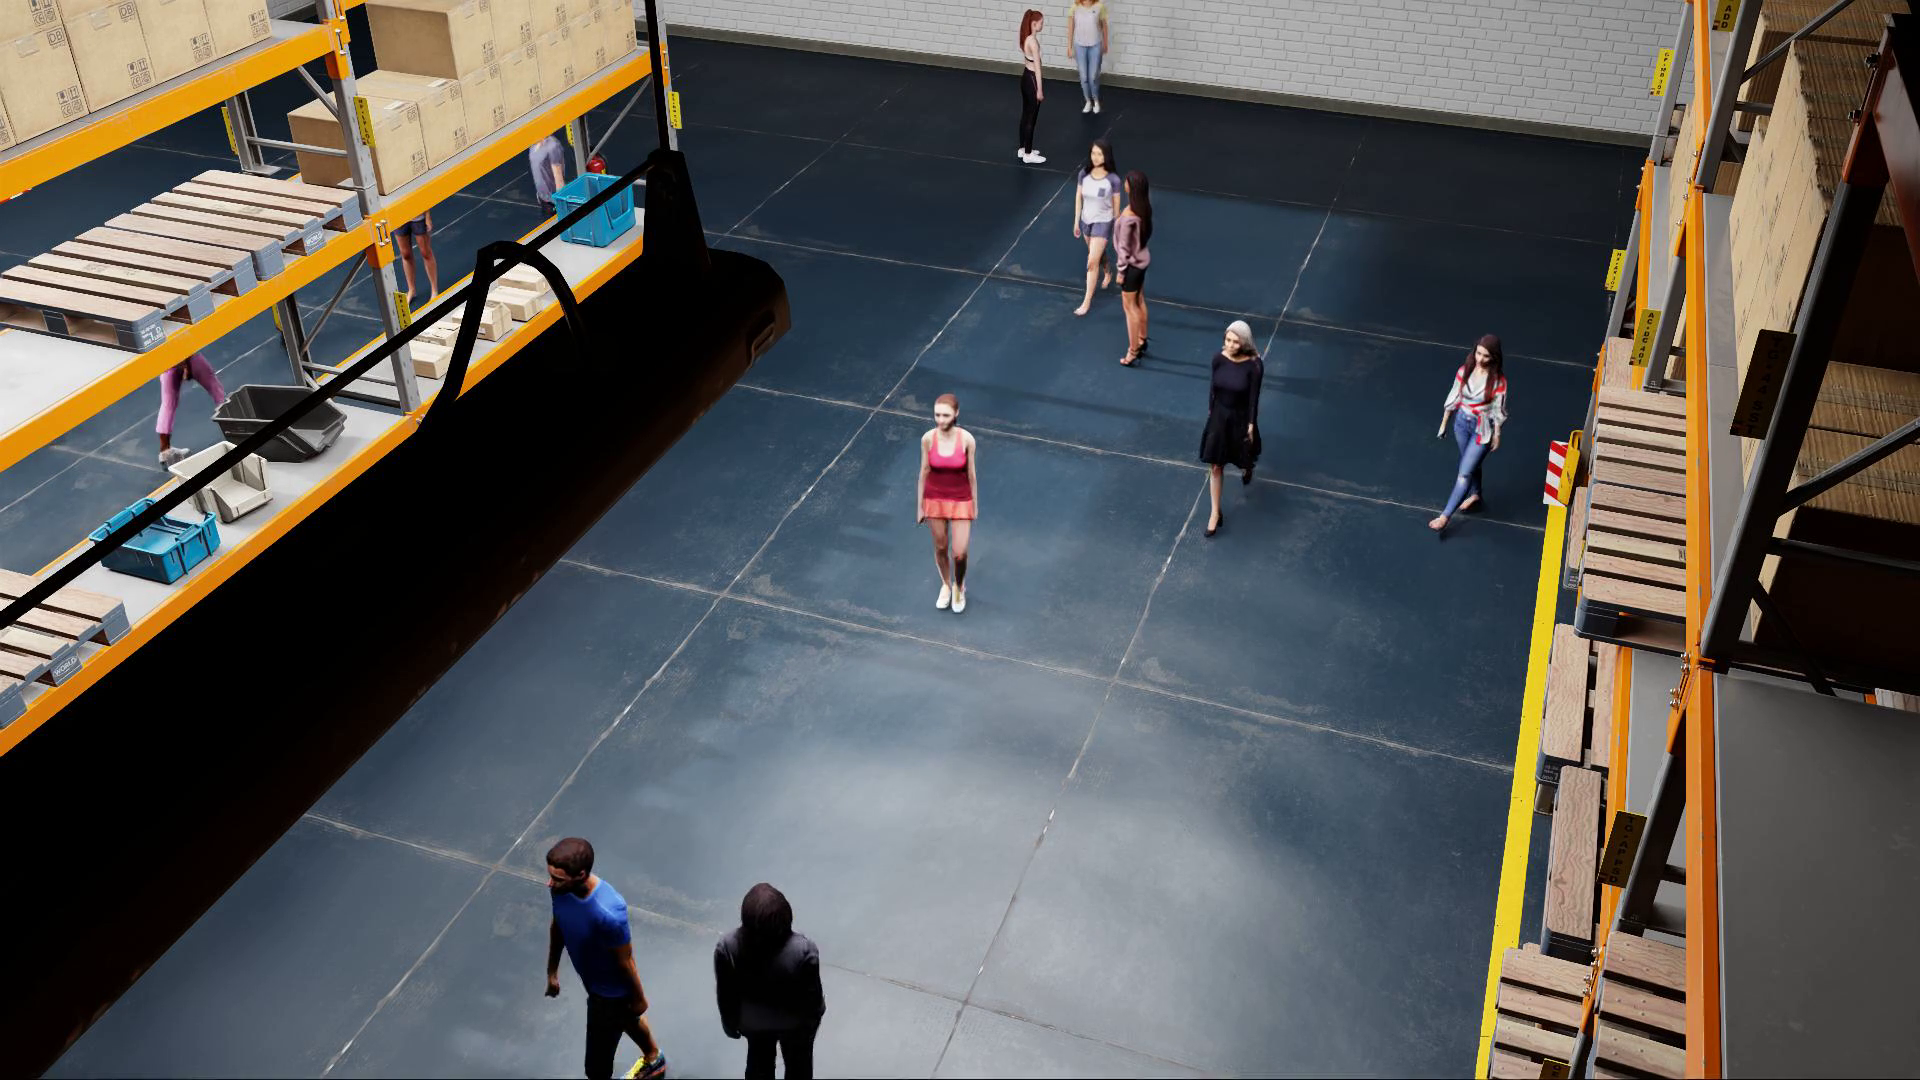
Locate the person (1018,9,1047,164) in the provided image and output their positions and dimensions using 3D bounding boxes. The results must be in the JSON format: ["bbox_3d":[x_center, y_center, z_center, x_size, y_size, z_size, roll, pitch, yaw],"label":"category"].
[{"bbox_3d":[0.819,-5.264,19.273,0.732,1.751,0.634,-7,34,-11],"label":"person"}]

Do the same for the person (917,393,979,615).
[{"bbox_3d":[-0.061,-0.297,11.812,0.617,1.738,0.660,6,34,9],"label":"person"}]

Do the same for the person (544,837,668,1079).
[{"bbox_3d":[-1.658,2.093,8.130,0.904,1.833,1.157,26,42,34],"label":"person"}]

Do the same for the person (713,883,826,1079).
[{"bbox_3d":[-0.906,2.332,8.001,0.735,1.579,0.815,6,34,9],"label":"person"}]

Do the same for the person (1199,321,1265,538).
[{"bbox_3d":[2.112,-0.897,12.724,0.716,1.728,1.045,18,38,25],"label":"person"}]

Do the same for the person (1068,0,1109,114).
[{"bbox_3d":[1.610,-6.104,20.598,0.687,1.682,0.692,-1,34,-2],"label":"person"}]

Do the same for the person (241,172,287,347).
[{"bbox_3d":[-6.344,-2.590,15.345,1.006,1.646,1.203,-7,34,-11],"label":"person"}]

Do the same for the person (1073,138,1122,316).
[{"bbox_3d":[1.363,-3.077,16.065,0.772,1.660,1.179,18,38,25],"label":"person"}]

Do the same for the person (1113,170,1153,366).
[{"bbox_3d":[1.580,-2.445,14.982,0.716,1.806,0.544,16,37,23],"label":"person"}]

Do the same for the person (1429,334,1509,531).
[{"bbox_3d":[4.017,-0.874,12.828,1.096,1.574,0.916,-27,42,-34],"label":"person"}]
